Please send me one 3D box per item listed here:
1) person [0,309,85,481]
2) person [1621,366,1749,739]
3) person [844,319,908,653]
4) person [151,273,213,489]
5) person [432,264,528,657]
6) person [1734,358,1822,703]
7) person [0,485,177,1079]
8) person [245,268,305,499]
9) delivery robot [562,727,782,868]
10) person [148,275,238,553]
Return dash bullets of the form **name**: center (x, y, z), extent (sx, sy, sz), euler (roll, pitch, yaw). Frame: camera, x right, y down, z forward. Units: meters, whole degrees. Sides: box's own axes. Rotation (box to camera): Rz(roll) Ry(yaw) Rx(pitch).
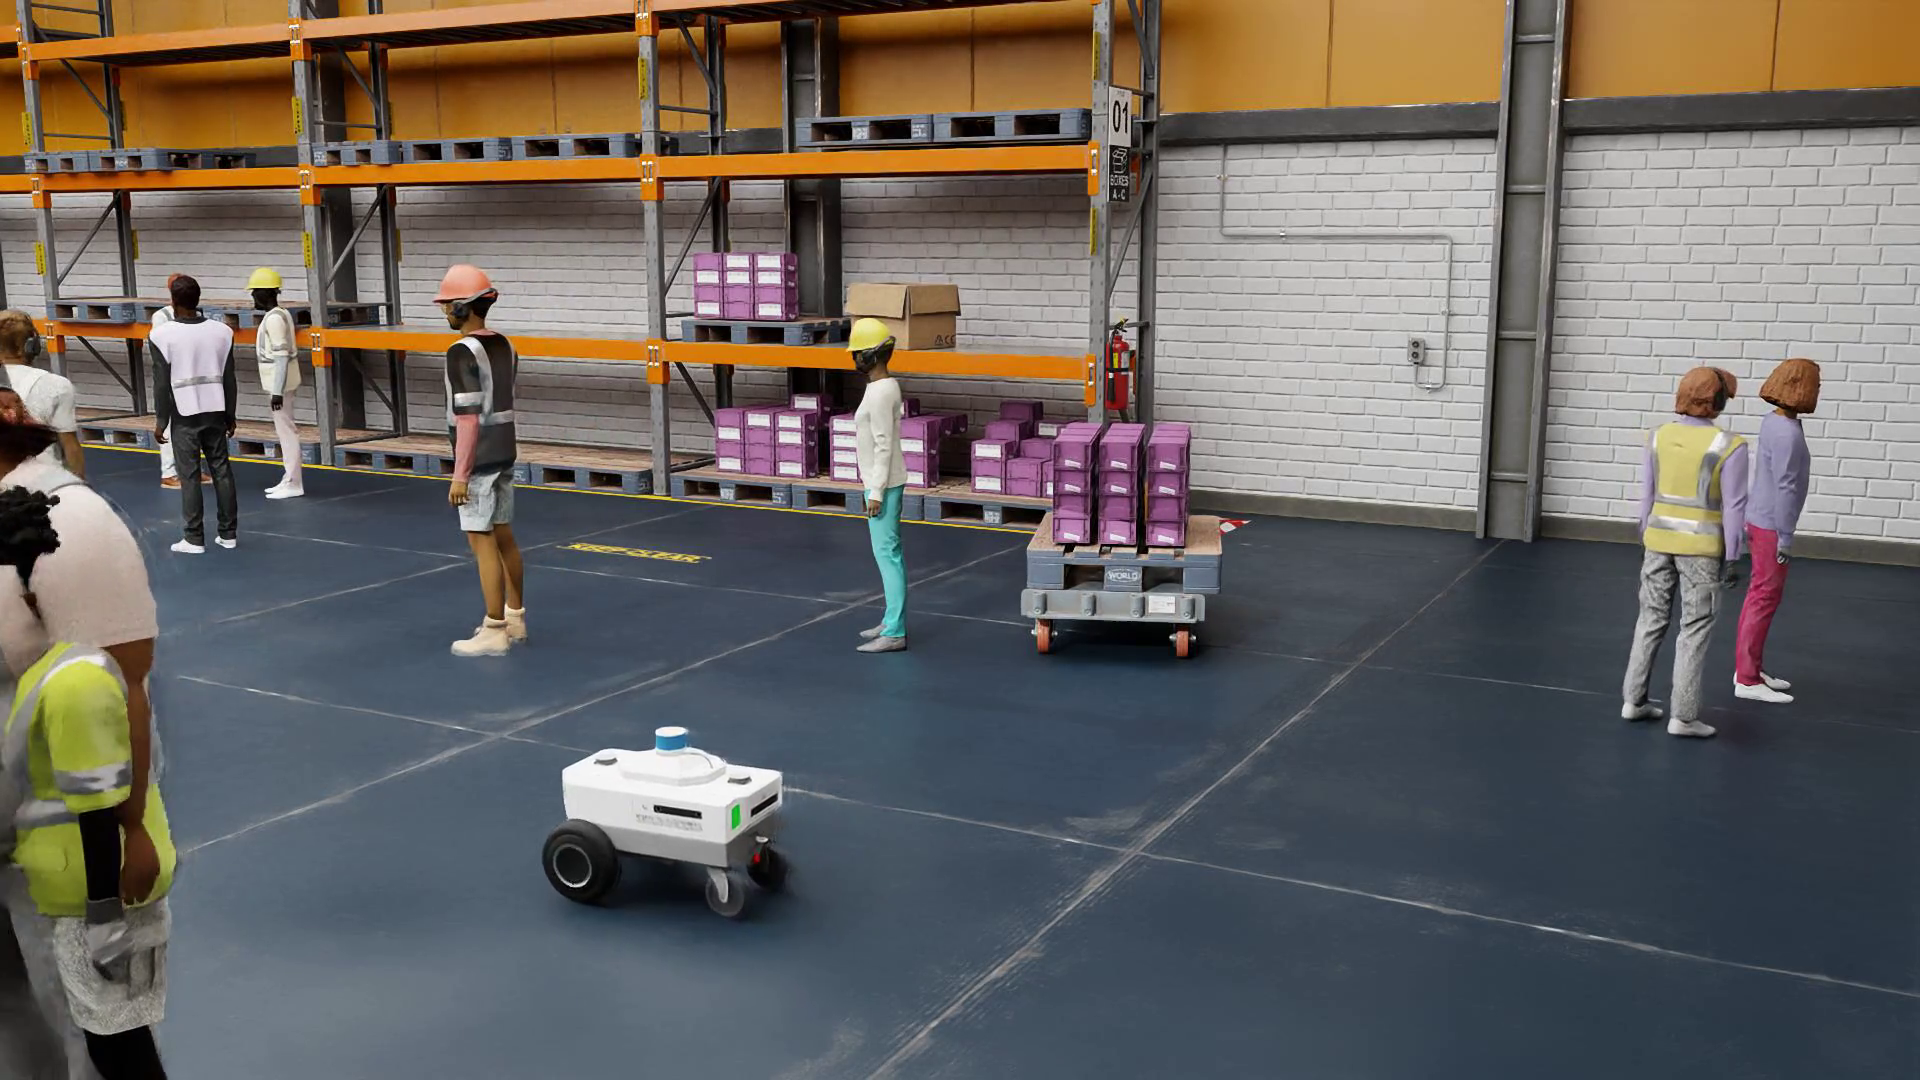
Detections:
- **person**: center (-4.498, -0.189, 8.047), extent (0.517, 1.842, 0.327), euler (-2, 11, -12)
- **person**: center (3.194, 0.054, 7.305), extent (0.315, 1.630, 0.514), euler (-6, 12, -30)
- **person**: center (-0.442, -0.283, 8.795), extent (0.330, 1.761, 0.532), euler (0, 10, 1)
- **person**: center (-6.797, -1.387, 14.559), extent (0.358, 1.874, 0.586), euler (3, 11, 15)
- **person**: center (-2.529, -0.409, 8.708), extent (0.391, 2.040, 0.615), euler (1, 10, 8)
- **person**: center (3.872, -0.048, 7.879), extent (0.280, 1.624, 0.493), euler (3, 11, 17)
- **person**: center (-1.824, 0.718, 3.487), extent (0.322, 1.690, 0.547), euler (-7, 12, -32)
- **person**: center (-5.727, -1.306, 13.943), extent (0.380, 1.928, 0.586), euler (-4, 11, -19)
- **delivery robot**: center (-0.955, 0.866, 5.541), extent (0.707, 0.478, 0.477), euler (4, 11, 22)
- **person**: center (-5.303, -0.866, 11.558), extent (0.392, 1.919, 0.591), euler (8, 13, 36)
